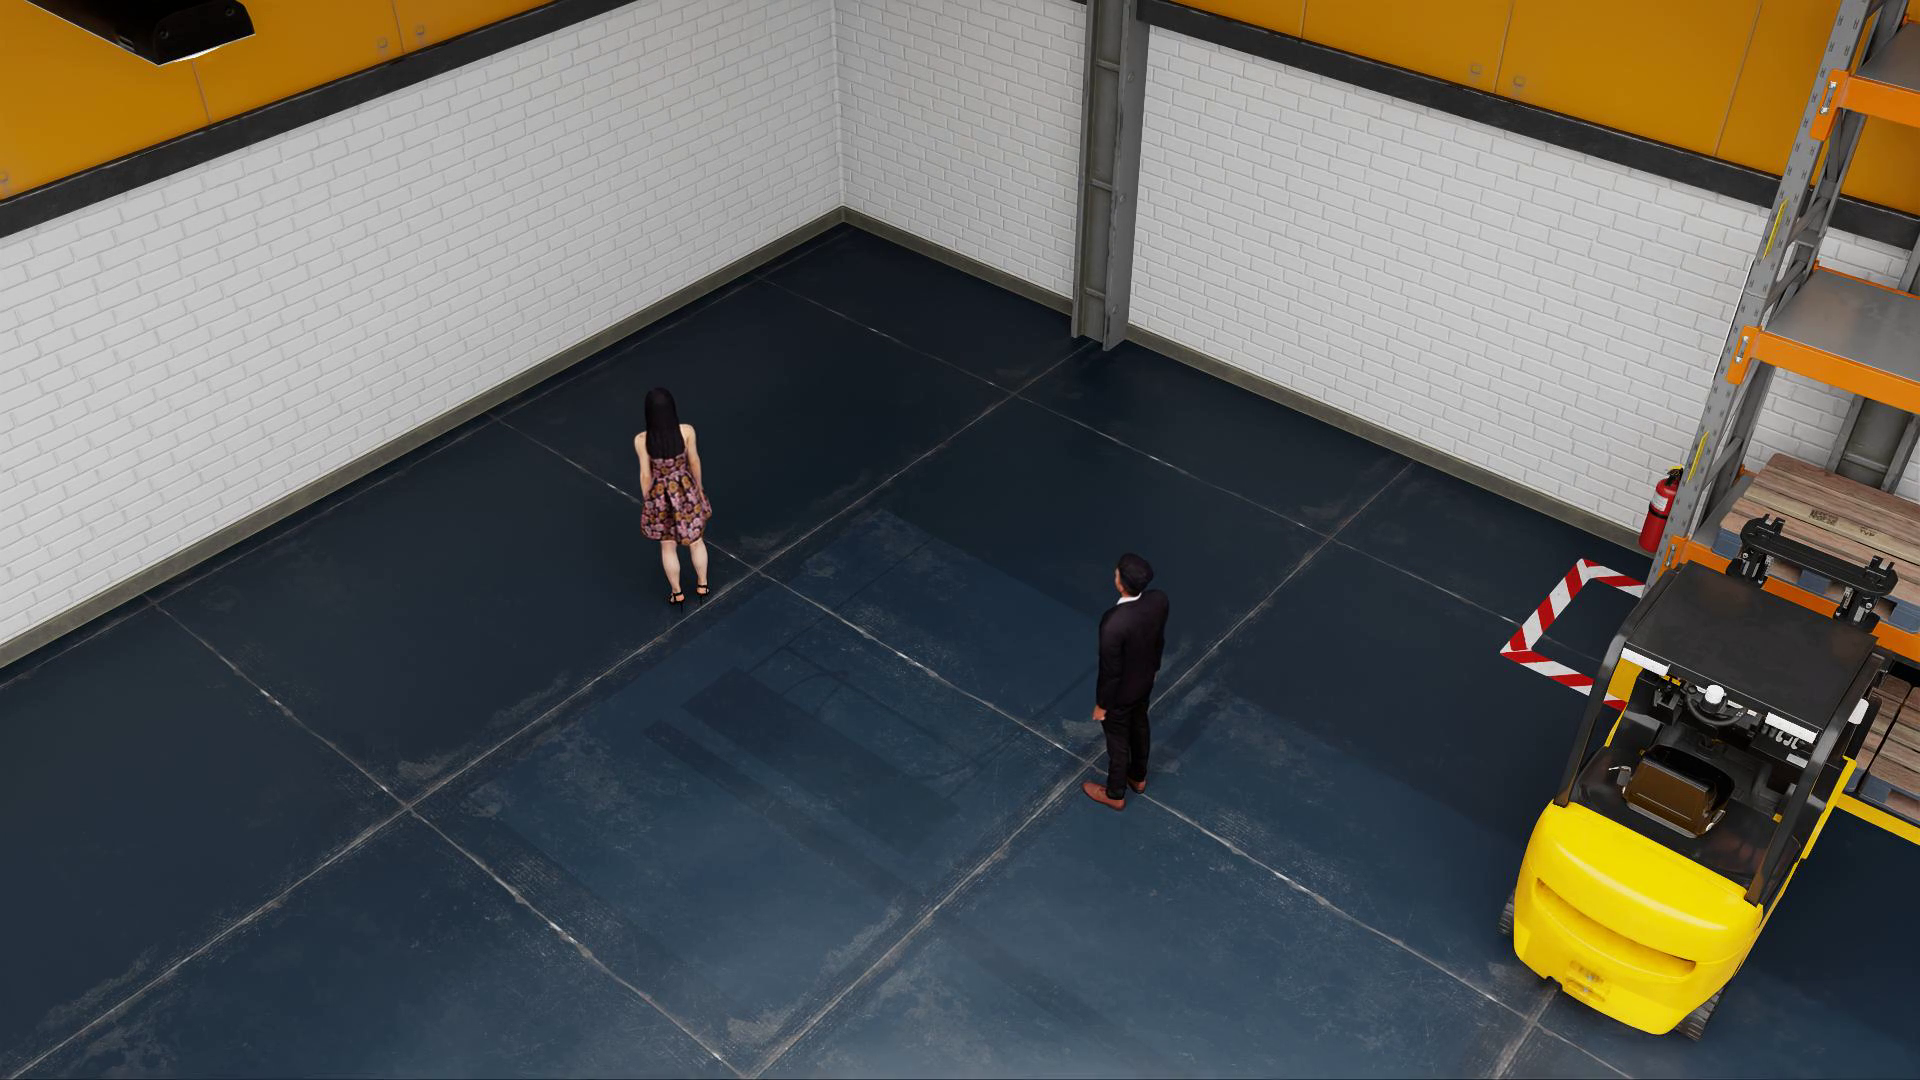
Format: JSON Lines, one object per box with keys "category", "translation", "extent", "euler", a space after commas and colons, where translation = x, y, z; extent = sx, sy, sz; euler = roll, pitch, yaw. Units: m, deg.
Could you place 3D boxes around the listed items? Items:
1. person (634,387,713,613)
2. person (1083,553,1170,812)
{"category": "person", "translation": [-1.942, -0.274, 11.245], "extent": [0.787, 1.773, 0.821], "euler": [-15, 41, -17]}
{"category": "person", "translation": [0.987, 0.841, 9.761], "extent": [0.711, 1.883, 0.575], "euler": [-32, 48, -33]}
